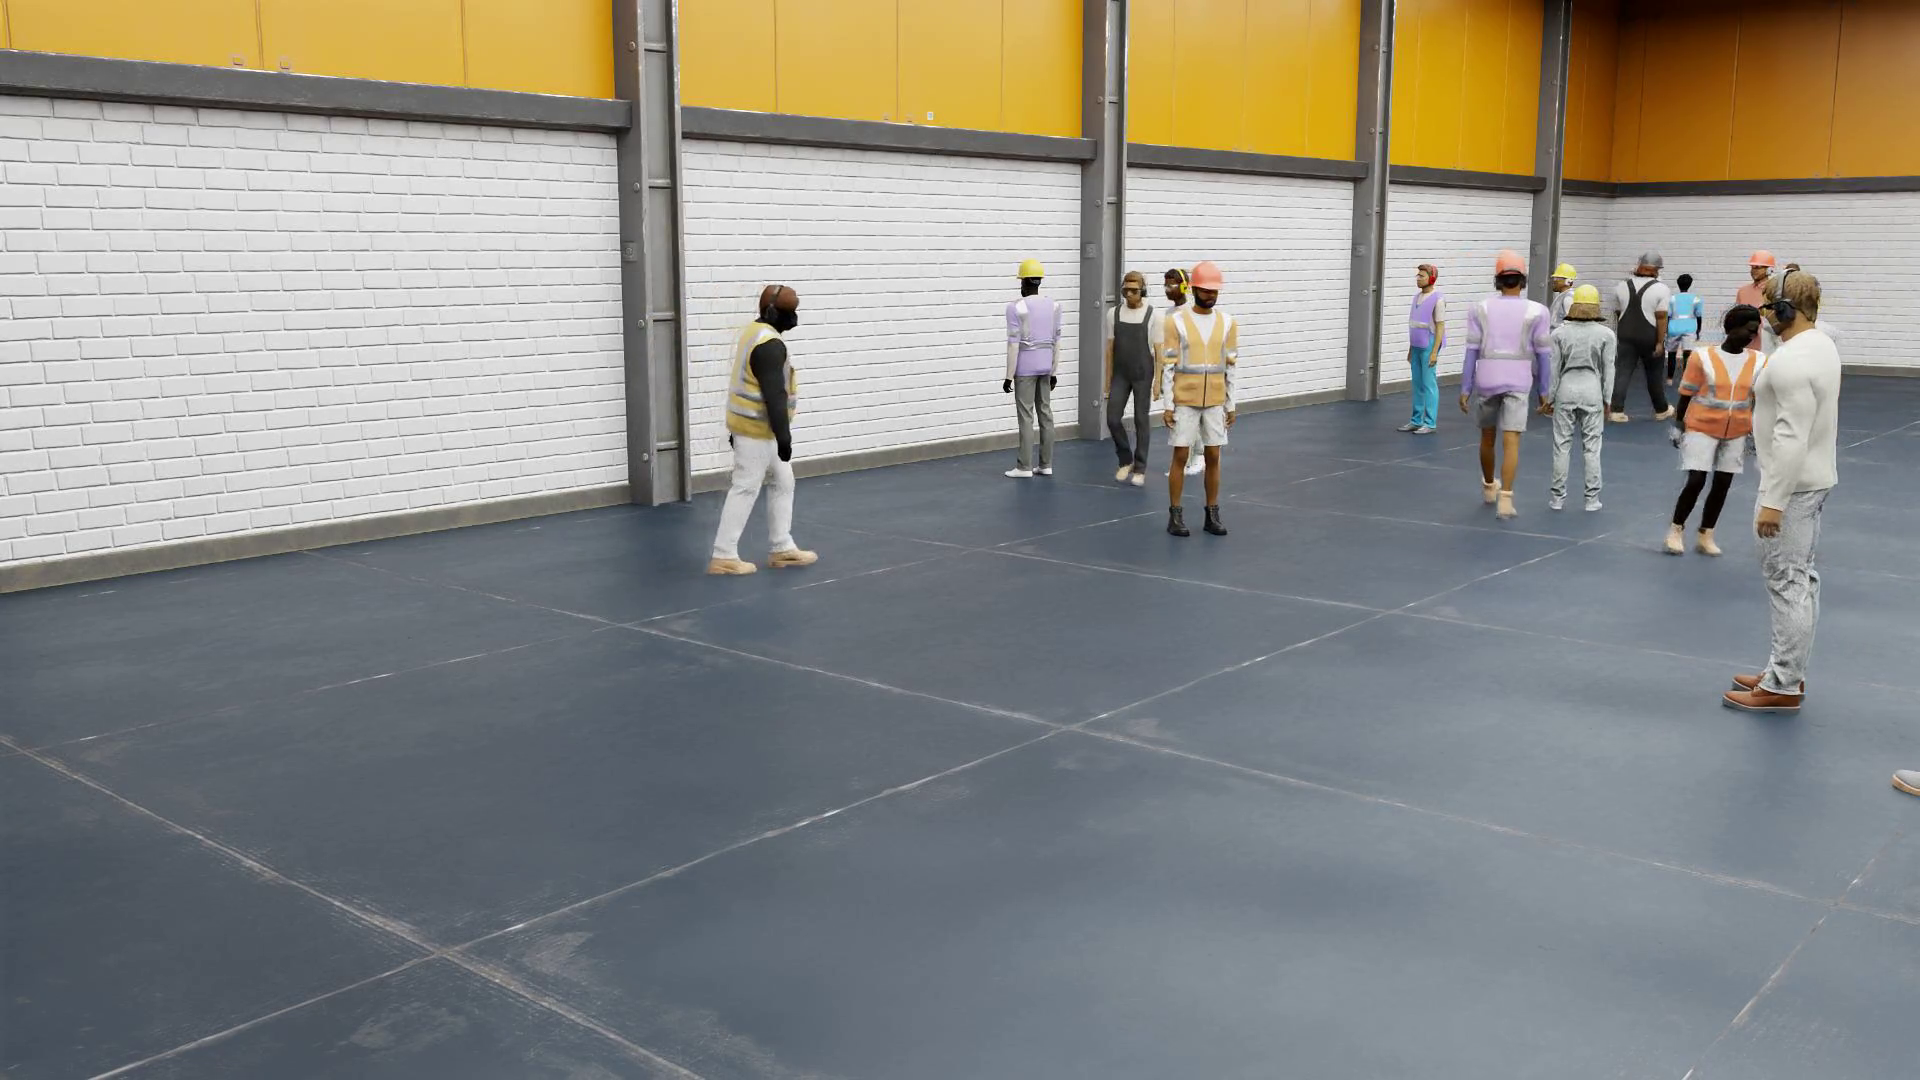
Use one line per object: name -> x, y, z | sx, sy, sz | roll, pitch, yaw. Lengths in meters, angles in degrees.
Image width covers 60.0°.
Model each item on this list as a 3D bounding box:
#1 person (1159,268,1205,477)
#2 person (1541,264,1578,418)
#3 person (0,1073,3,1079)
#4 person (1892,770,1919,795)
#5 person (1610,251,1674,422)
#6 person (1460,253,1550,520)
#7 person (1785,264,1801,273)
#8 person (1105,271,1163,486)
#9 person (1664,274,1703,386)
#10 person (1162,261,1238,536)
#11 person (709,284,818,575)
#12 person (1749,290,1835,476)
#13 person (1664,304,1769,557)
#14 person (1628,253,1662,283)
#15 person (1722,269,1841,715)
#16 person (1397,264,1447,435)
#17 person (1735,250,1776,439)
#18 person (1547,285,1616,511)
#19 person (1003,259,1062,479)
person -> 1.970, -1.449, 14.600 | 0.401, 1.844, 0.591 | -6, 11, -29
person -> 7.185, -2.382, 19.920 | 0.404, 1.836, 0.599 | 2, 10, 10
person -> -0.686, 1.022, 1.112 | 0.280, 1.636, 0.503 | 7, 12, 37
person -> 3.738, 0.024, 6.087 | 0.585, 1.882, 0.343 | -7, 12, -35
person -> 7.981, -2.392, 19.403 | 1.013, 2.000, 0.698 | -8, 13, -37
person -> 4.178, -1.183, 12.718 | 0.616, 1.980, 1.060 | 5, 11, 26
person -> 11.519, -2.929, 23.134 | 0.661, 1.793, 0.983 | 4, 11, 19
person -> 1.471, -1.363, 14.143 | 0.527, 1.828, 0.413 | 4, 11, 21
person -> 10.447, -3.016, 24.046 | 0.541, 1.657, 0.874 | 3, 10, 15
person -> 1.695, -0.981, 11.691 | 0.548, 1.929, 0.379 | -2, 10, -9
person -> -1.203, -0.673, 10.300 | 0.804, 1.797, 0.647 | -2, 10, -10
person -> 5.653, -0.879, 11.298 | 0.529, 1.859, 0.568 | 0, 10, -1
person -> 4.952, -0.705, 10.831 | 0.550, 1.662, 0.440 | 0, 10, 2
person -> 11.487, -3.849, 27.985 | 0.543, 1.939, 0.370 | 3, 10, 16
person -> 3.602, -0.204, 7.251 | 0.379, 1.933, 0.629 | 7, 12, 36
person -> 5.079, -2.075, 18.137 | 0.390, 1.850, 0.564 | -3, 10, -15
person -> 8.491, -2.082, 17.759 | 0.375, 1.997, 0.611 | -6, 11, -29
person -> 4.800, -1.099, 12.888 | 0.492, 1.740, 0.324 | 4, 11, 21
person -> 0.626, -1.503, 14.661 | 0.589, 1.927, 0.369 | -7, 12, -37
